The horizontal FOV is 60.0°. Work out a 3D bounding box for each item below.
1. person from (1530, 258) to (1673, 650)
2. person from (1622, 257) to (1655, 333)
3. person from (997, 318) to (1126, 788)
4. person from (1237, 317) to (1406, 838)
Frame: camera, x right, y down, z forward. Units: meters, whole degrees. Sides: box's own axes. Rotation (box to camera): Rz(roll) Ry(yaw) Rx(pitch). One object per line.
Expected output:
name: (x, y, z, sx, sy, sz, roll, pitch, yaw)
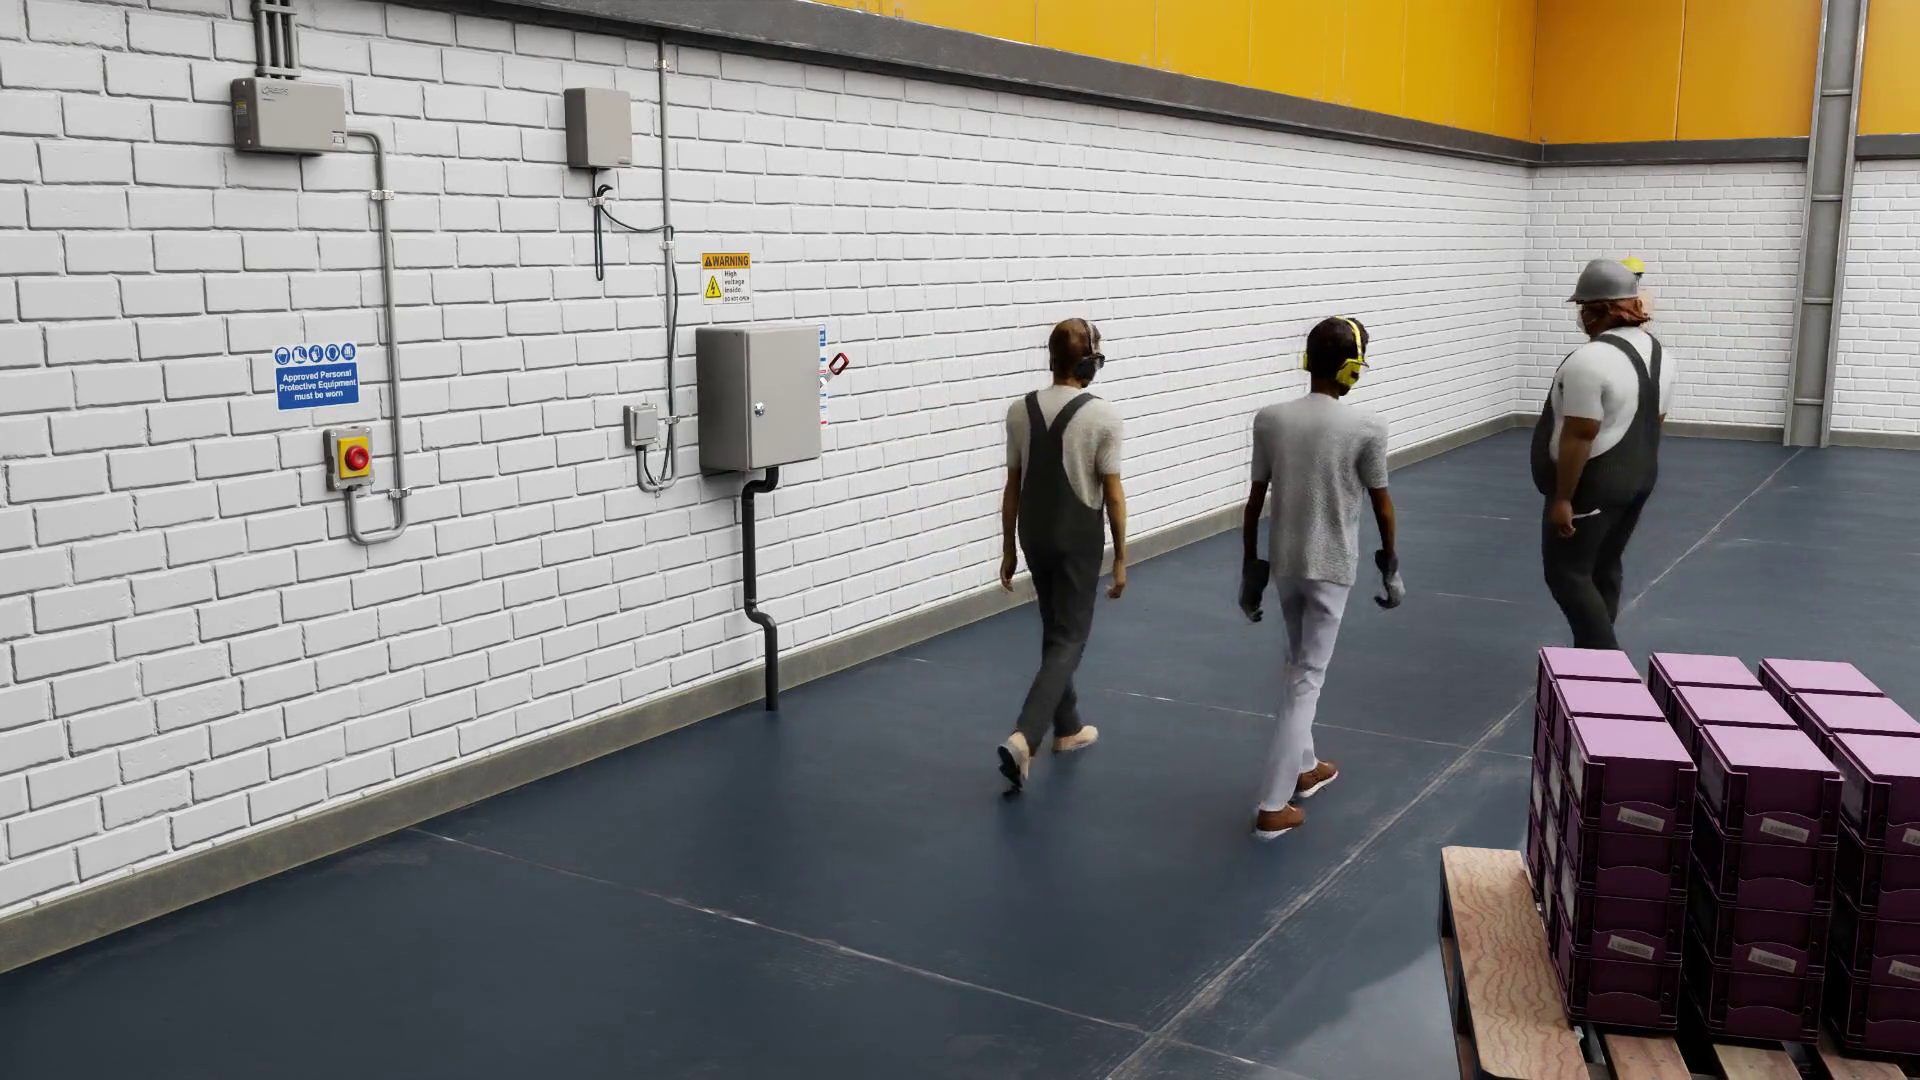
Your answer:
person: (2.875, -0.265, 7.537, 0.686, 2.000, 0.590, -8, 13, -37)
person: (6.847, -1.923, 17.041, 0.590, 1.926, 0.388, -8, 13, -37)
person: (0.369, 0.046, 6.482, 0.526, 1.815, 0.866, 7, 12, 33)
person: (1.327, 0.119, 5.994, 0.505, 1.828, 0.849, 9, 13, 40)
